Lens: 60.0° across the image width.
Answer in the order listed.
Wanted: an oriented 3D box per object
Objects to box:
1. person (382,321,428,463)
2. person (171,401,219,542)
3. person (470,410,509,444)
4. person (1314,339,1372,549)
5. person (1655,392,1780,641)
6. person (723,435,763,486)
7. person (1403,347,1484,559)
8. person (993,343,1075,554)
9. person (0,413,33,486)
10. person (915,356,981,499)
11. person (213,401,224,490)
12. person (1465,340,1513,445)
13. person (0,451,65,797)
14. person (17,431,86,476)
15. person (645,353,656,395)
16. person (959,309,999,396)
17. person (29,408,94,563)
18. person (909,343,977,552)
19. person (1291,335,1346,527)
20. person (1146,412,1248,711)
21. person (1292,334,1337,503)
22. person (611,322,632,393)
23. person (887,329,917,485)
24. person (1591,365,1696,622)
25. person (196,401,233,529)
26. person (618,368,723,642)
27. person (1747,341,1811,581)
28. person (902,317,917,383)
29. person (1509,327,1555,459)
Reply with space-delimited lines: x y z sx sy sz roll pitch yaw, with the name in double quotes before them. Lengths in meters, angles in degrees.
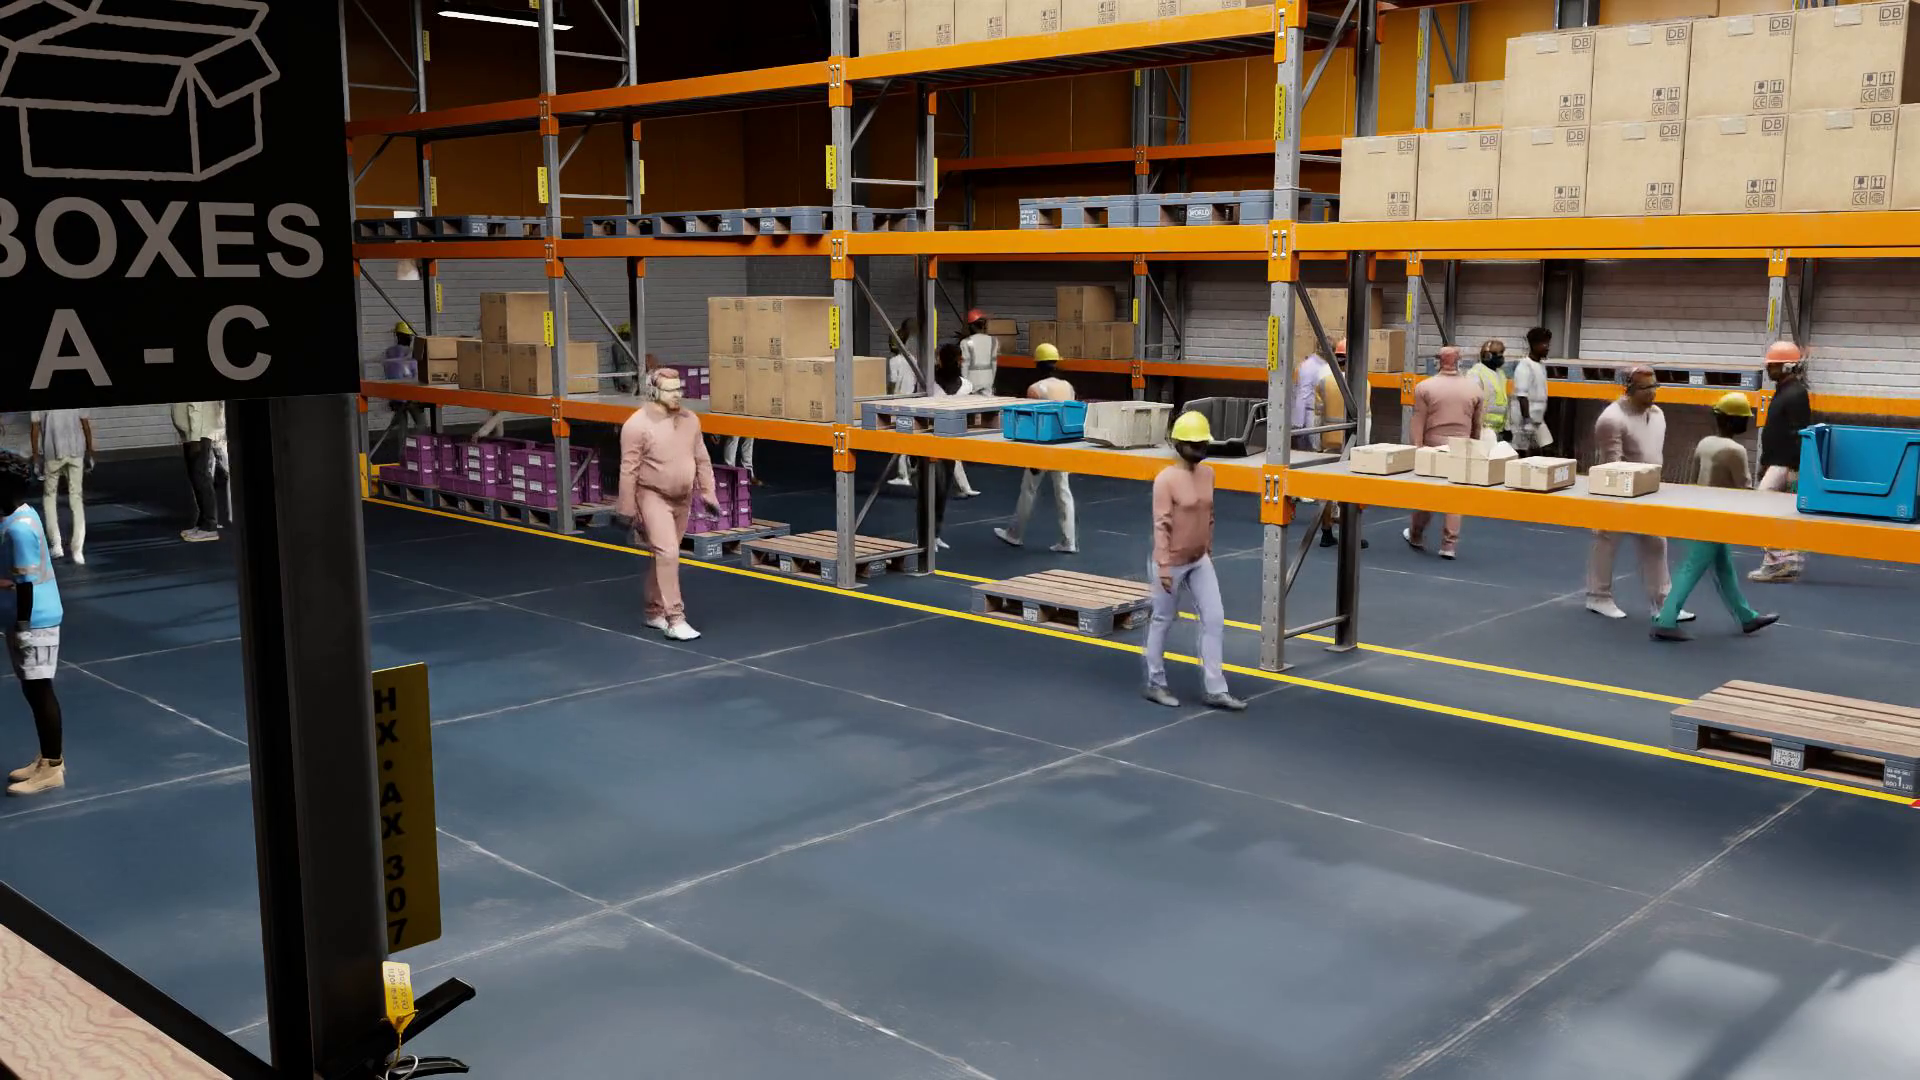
"person" -7.009 -1.816 21.042 0.622 1.906 0.442 4 10 24
"person" -7.251 -0.975 15.680 0.405 1.987 0.608 -6 11 -34
"person" -6.383 -2.097 22.579 0.630 1.974 0.805 6 11 34
"person" 3.516 -0.876 15.236 0.545 1.927 0.385 8 12 41
"person" 5.241 -0.151 11.428 0.944 1.712 0.538 0 9 -1
"person" -2.554 -1.579 19.503 0.354 1.937 0.635 8 12 41
"person" 4.318 -0.797 14.933 0.676 1.857 0.938 0 9 -1
"person" 0.721 -0.836 15.115 0.602 1.880 0.943 -8 12 -40
"person" -10.848 -1.339 18.466 0.587 1.810 0.949 8 12 41
"person" -0.161 -1.214 18.300 0.819 1.604 0.521 6 11 31
"person" -8.465 -1.477 19.063 0.988 1.877 0.563 6 11 32
"person" 5.506 -1.147 17.200 0.636 1.820 0.630 7 12 38
"person" -4.573 0.398 8.141 0.321 1.694 0.536 -6 11 -31
"person" -11.243 -1.691 20.425 0.707 1.863 0.599 -6 11 -32
"person" -3.508 -1.333 18.999 0.740 1.616 0.522 3 10 19
"person" 0.254 -2.142 22.727 0.613 2.013 0.884 -5 10 -26
"person" -7.856 -0.720 14.552 0.513 1.843 0.660 -7 12 -37
"person" -0.151 -0.834 15.084 0.612 1.889 0.565 -7 12 -37
"person" 3.609 -1.071 16.478 0.725 1.915 0.654 4 10 23
"person" 1.355 0.140 9.548 0.556 1.736 0.757 -8 12 -39
"person" 3.963 -1.288 17.966 0.983 1.854 0.656 7 12 39
"person" -5.184 -2.512 25.868 0.503 1.728 0.398 4 10 21
"person" -0.721 -1.568 19.702 0.393 1.854 0.557 5 11 30
"person" 4.895 -0.311 11.963 0.658 1.864 0.893 -4 10 -23
"person" -7.249 -0.907 16.345 0.637 1.618 0.525 -1 9 -5
"person" -1.957 -0.242 11.515 0.860 1.871 0.660 6 11 35
"person" 6.649 -0.630 13.577 0.583 1.970 0.647 3 10 15
"person" -0.594 -2.020 22.270 0.568 1.919 0.642 8 12 42
"person" 6.143 -1.287 17.703 0.670 1.934 0.649 8 12 40
